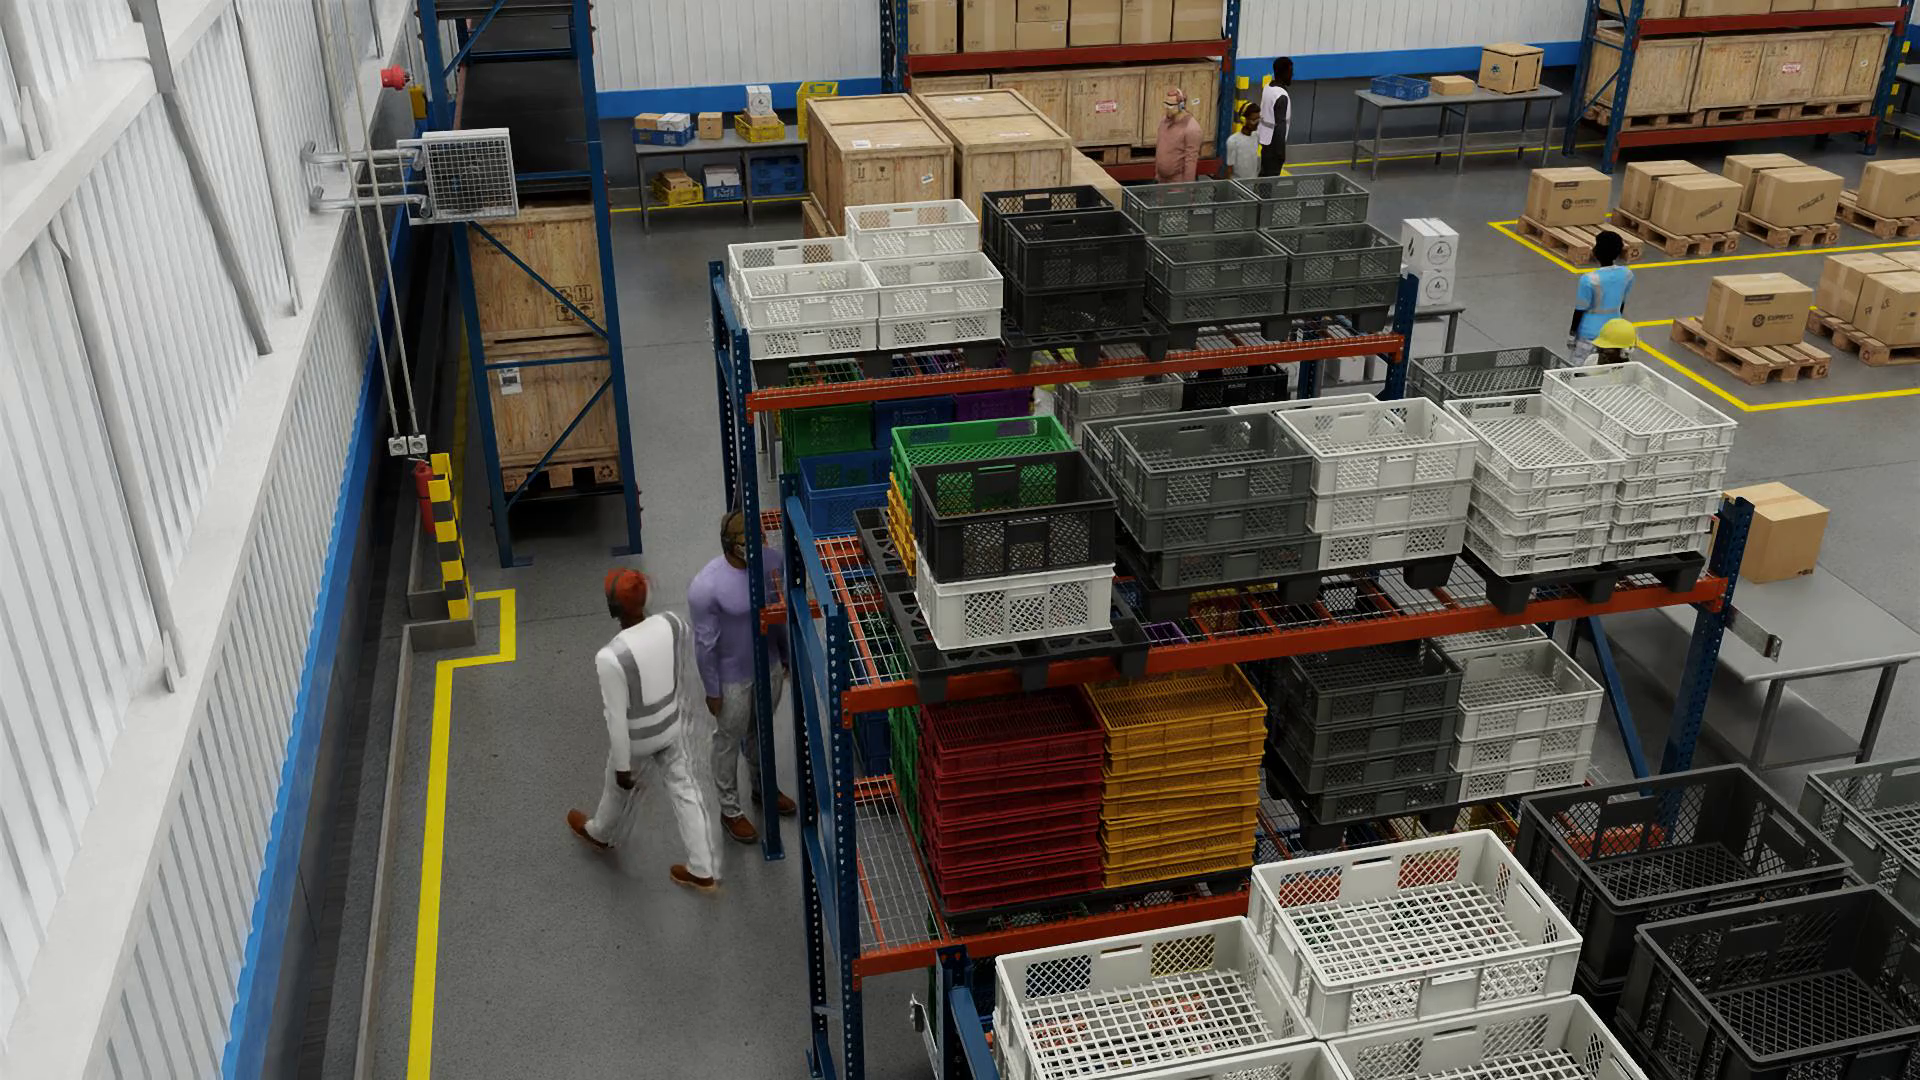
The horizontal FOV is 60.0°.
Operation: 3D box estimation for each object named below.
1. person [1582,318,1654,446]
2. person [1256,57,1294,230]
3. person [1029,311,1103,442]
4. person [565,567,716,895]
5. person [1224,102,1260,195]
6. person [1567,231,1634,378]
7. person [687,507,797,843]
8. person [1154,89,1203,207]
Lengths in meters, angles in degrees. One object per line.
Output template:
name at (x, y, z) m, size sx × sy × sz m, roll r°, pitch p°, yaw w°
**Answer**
person at (4.474, -0.685, 11.653) m, size 0.403 × 1.830 × 0.600 m, roll -12°, pitch 30°, yaw -22°
person at (3.529, -4.471, 18.745) m, size 0.378 × 1.917 × 0.597 m, roll -4°, pitch 28°, yaw -7°
person at (0.777, -1.193, 12.624) m, size 0.619 × 1.836 × 0.431 m, roll 6°, pitch 28°, yaw 11°
person at (-1.672, 0.945, 8.553) m, size 0.991 × 1.829 × 0.604 m, roll 18°, pitch 33°, yaw 31°
person at (2.883, -3.561, 17.073) m, size 0.309 × 1.868 × 0.530 m, roll 25°, pitch 37°, yaw 39°
person at (5.269, -1.731, 13.788) m, size 0.536 × 1.694 × 0.319 m, roll -11°, pitch 30°, yaw -20°
person at (-1.140, 0.696, 8.921) m, size 0.371 × 1.940 × 0.627 m, roll 22°, pitch 35°, yaw 35°
person at (2.235, -3.779, 17.462) m, size 0.397 × 1.898 × 0.637 m, roll -15°, pitch 31°, yaw -26°
